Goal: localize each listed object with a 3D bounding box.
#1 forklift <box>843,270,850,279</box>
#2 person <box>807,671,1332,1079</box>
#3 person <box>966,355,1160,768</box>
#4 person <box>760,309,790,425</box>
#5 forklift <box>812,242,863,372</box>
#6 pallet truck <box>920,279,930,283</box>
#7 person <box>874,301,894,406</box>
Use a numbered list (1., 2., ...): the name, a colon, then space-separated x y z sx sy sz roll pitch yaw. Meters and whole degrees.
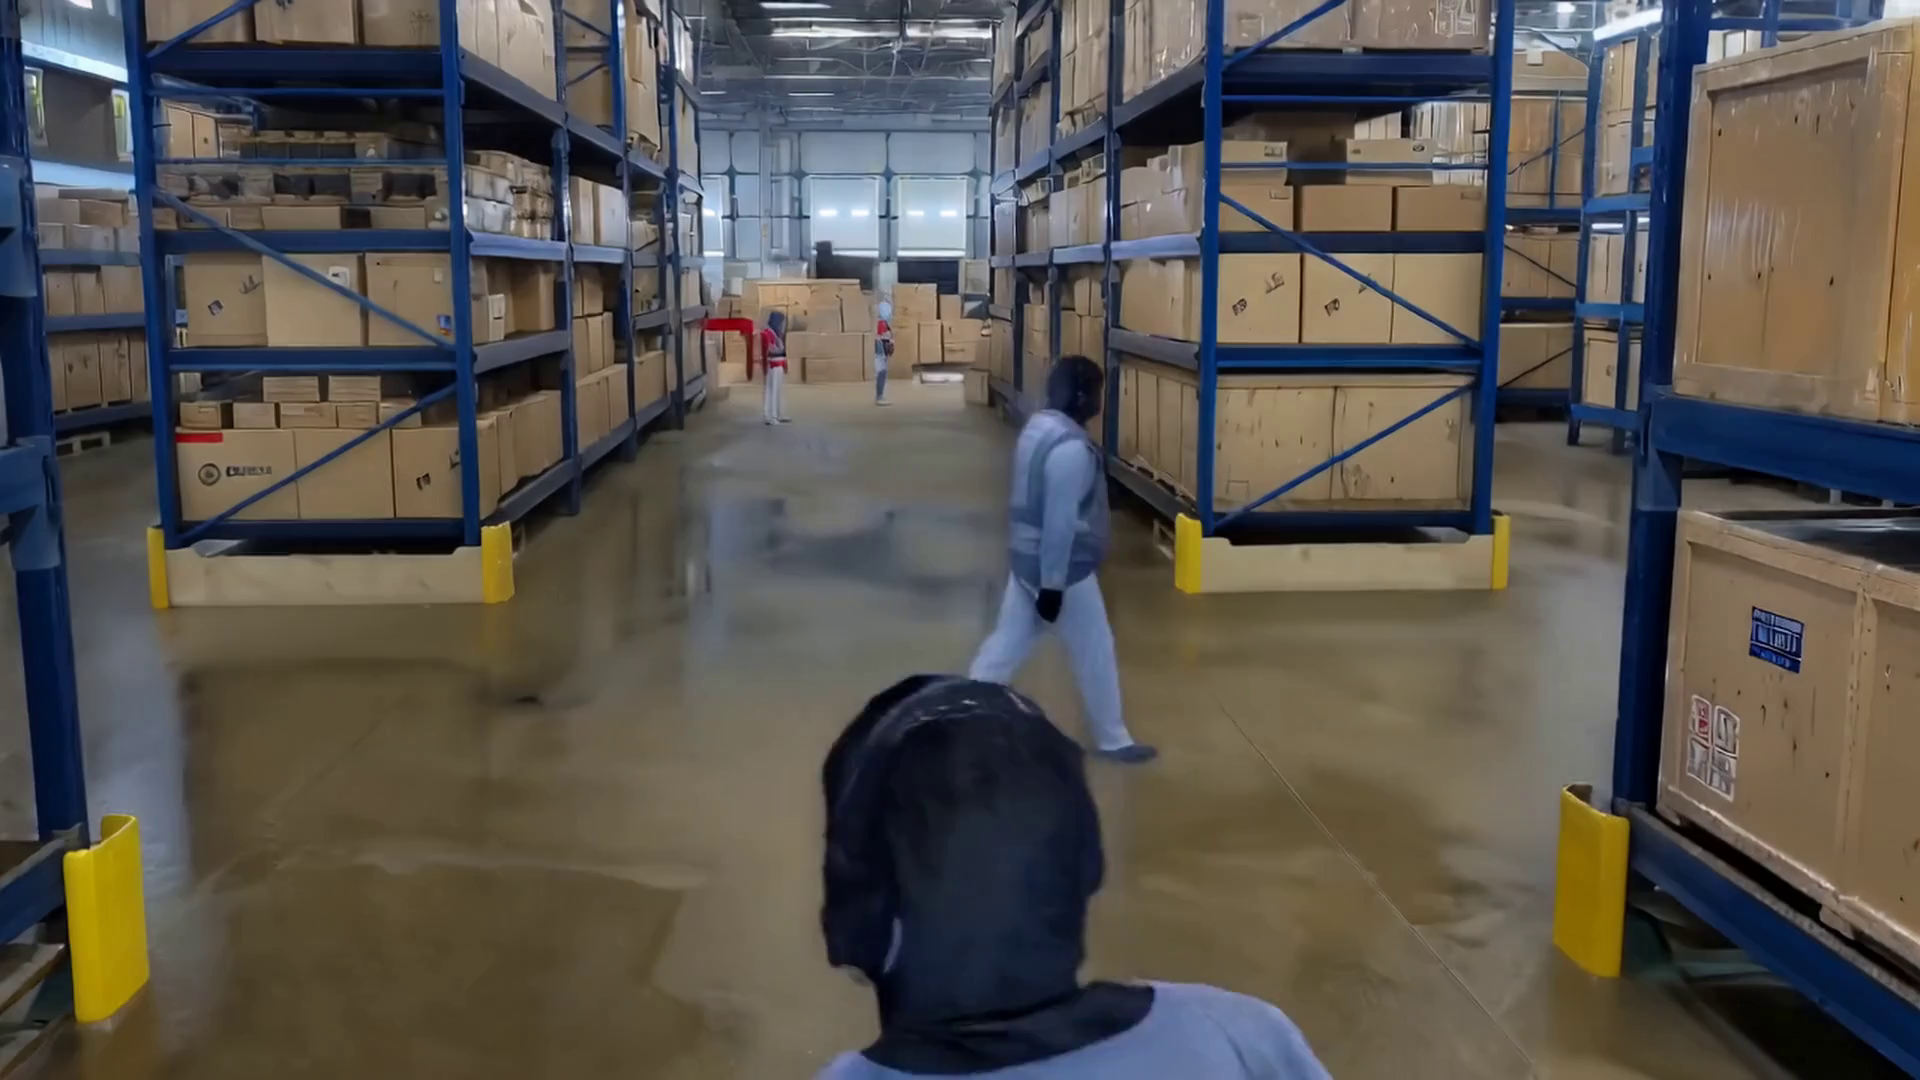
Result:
1. forklift: -4.347 -8.652 58.655 1.129 2.768 1.873 -6 11 -31
2. person: -0.009 0.992 1.475 0.622 1.797 0.941 -4 10 -24
3. person: 0.335 0.110 7.075 0.987 1.795 0.634 -2 9 -13
4. person: -2.631 -2.450 23.600 0.308 1.640 0.511 7 11 37
5. forklift: -2.938 -5.074 36.192 1.873 2.768 1.129 -1 9 -4
6. pallet truck: -0.932 -8.922 63.114 1.885 1.965 0.823 2 9 13
7. person: -1.234 -3.026 27.031 0.322 1.697 0.534 0 9 -2
